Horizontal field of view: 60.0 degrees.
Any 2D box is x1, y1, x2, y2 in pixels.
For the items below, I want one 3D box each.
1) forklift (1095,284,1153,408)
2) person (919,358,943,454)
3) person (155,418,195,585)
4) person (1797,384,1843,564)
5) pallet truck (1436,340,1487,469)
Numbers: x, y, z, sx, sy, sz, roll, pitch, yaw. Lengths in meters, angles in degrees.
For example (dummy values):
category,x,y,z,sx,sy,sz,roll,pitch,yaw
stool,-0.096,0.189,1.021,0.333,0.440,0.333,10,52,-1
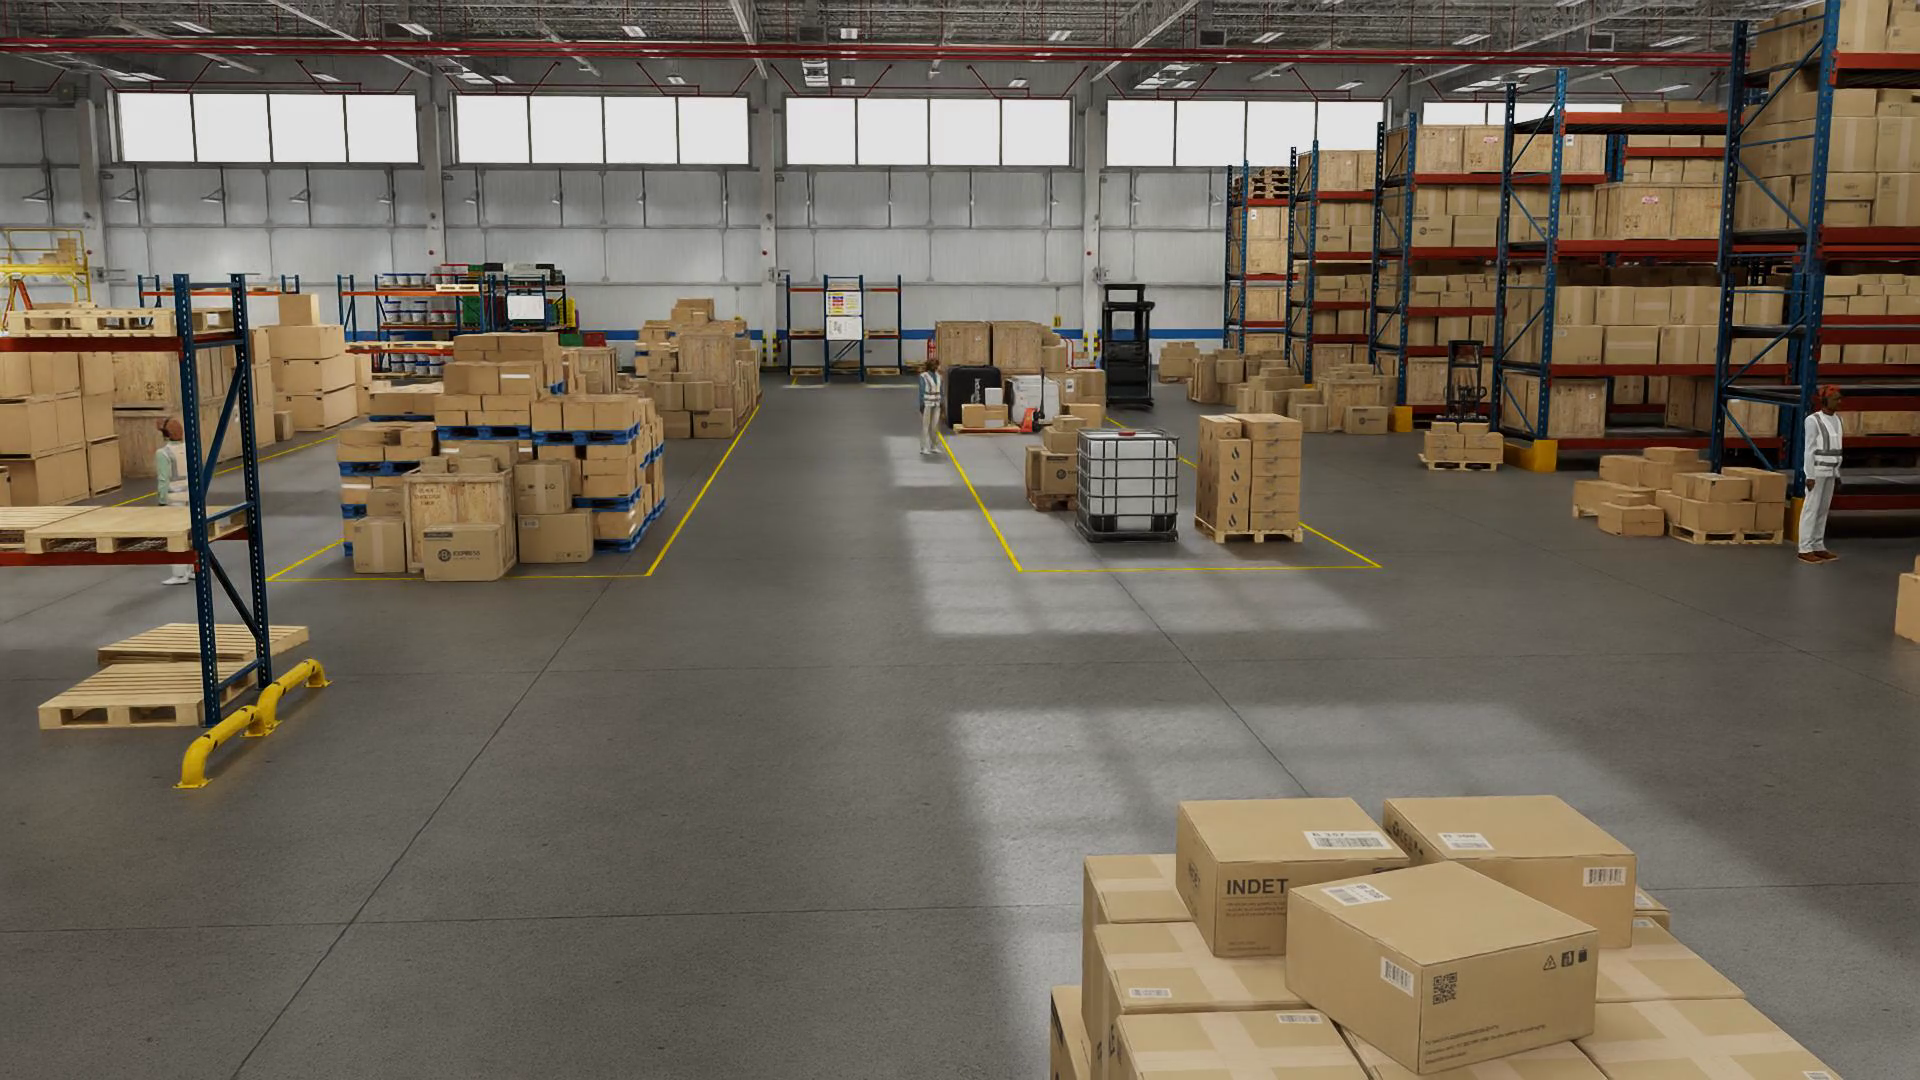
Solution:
category,x,y,z,sx,sy,sz,roll,pitch,yaw
forklift,3.744,-4.493,38.240,1.129,2.768,1.873,-1,9,-4
person,-0.502,-2.272,28.182,0.310,1.638,0.522,8,12,43
person,-7.668,-0.379,16.289,0.310,1.642,0.514,2,9,10
person,9.083,-0.692,17.504,0.573,1.883,0.356,-6,11,-34
pallet truck,8.004,-2.170,26.422,0.823,1.965,1.885,2,9,14
